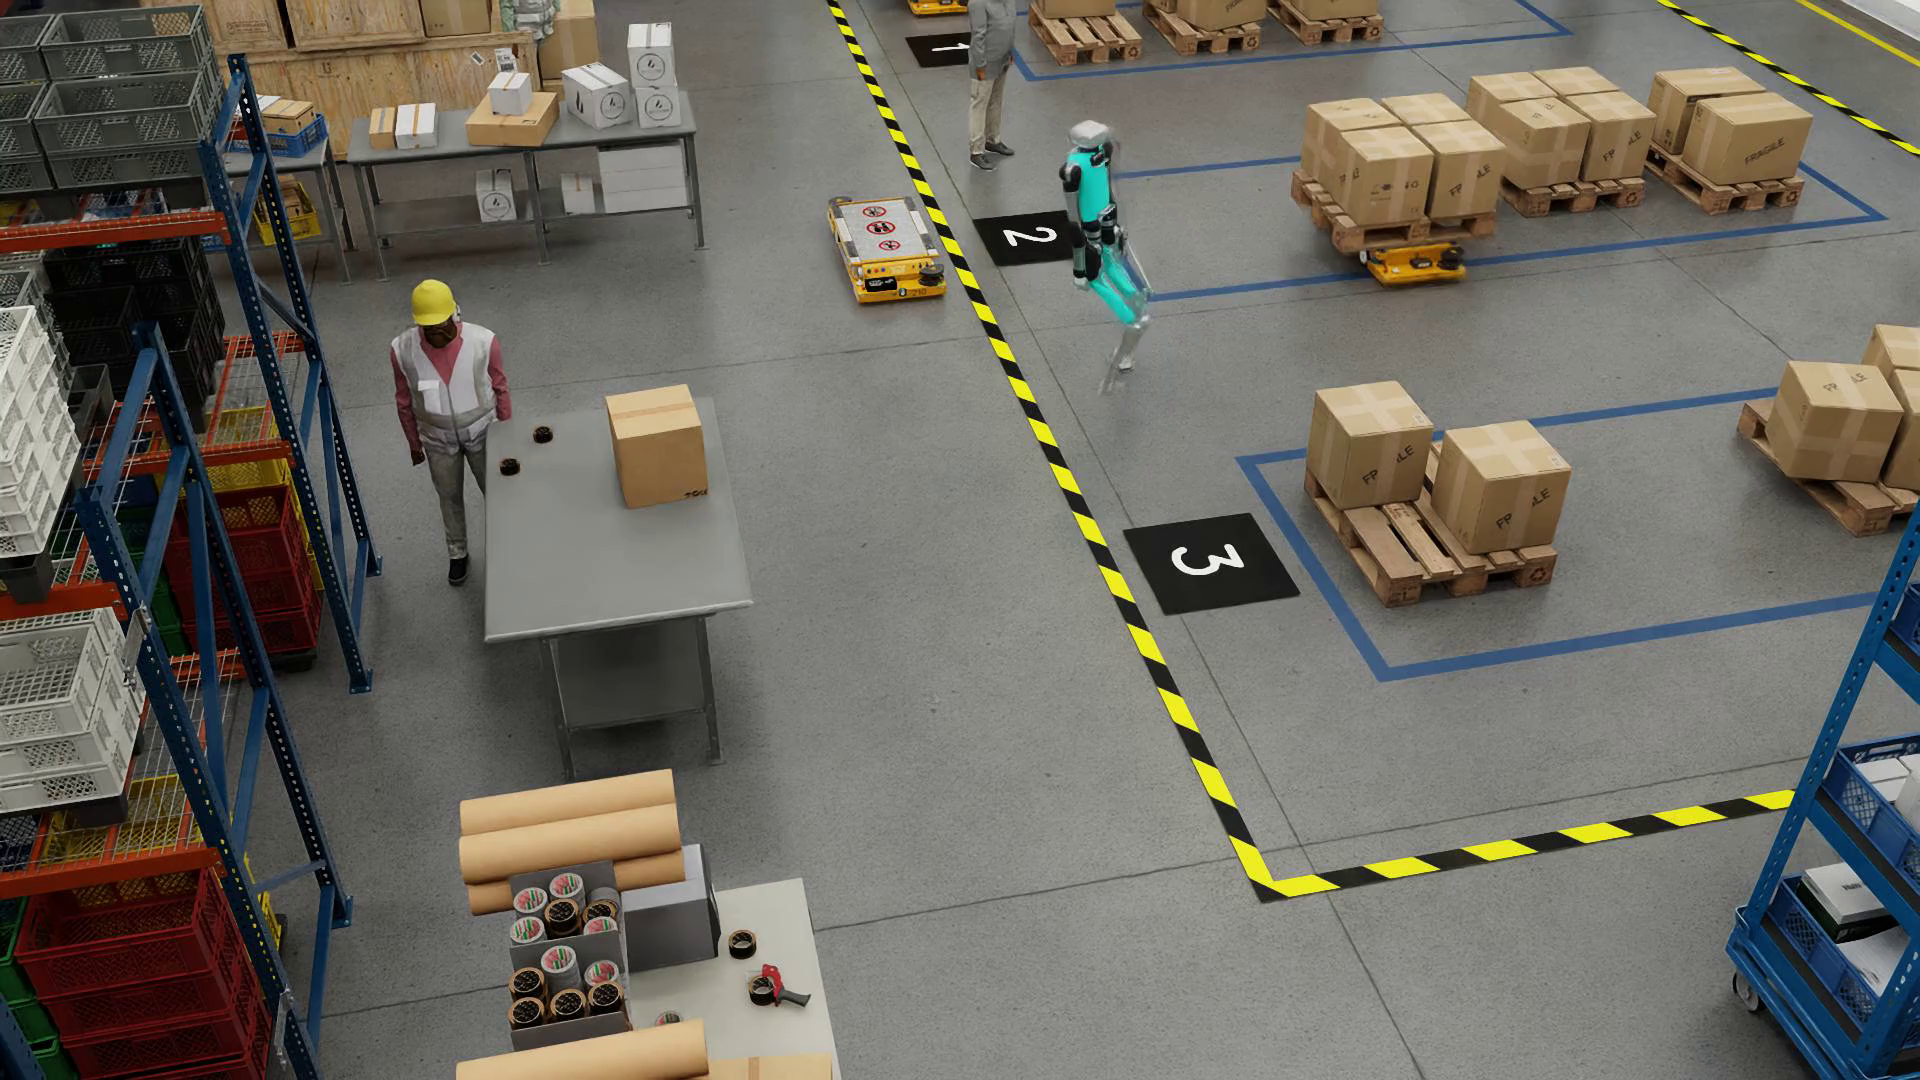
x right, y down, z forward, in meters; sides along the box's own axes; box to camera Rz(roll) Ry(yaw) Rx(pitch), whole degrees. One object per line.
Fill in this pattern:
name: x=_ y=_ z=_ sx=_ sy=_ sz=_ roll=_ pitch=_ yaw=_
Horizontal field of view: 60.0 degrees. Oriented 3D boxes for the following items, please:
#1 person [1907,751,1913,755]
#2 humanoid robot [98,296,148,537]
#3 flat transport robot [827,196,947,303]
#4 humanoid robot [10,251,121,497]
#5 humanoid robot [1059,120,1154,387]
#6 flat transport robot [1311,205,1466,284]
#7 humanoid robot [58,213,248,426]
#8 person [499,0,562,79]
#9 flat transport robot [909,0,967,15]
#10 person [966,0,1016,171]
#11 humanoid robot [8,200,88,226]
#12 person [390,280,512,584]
person: x=4.460 y=0.739 z=7.234 sx=0.395 sy=1.850 sz=0.596 roll=-6 pitch=37 yaw=-8
humanoid robot: x=-4.796 y=-0.714 z=9.341 sx=0.456 sy=1.631 sz=0.603 roll=-8 pitch=37 yaw=-11
flat transport robot: x=-0.570 y=-2.220 z=12.538 sx=0.659 sy=0.231 sz=1.431 roll=-8 pitch=37 yaw=-10
humanoid robot: x=-5.107 y=-1.020 z=9.581 sx=0.533 sy=1.677 sz=0.735 roll=10 pitch=38 yaw=13
humanoid robot: x=1.022 y=-1.792 z=10.722 sx=0.773 sy=1.751 sz=0.551 roll=20 pitch=41 yaw=25
flat transport robot: x=3.264 y=-2.398 z=12.754 sx=0.652 sy=0.197 sz=1.431 roll=-8 pitch=37 yaw=-10
humanoid robot: x=-4.719 y=-1.255 z=10.038 sx=0.542 sy=1.779 sz=0.965 roll=20 pitch=41 yaw=25
person: x=-3.549 y=-4.263 z=13.888 sx=0.412 sy=1.939 sz=0.602 roll=24 pitch=43 yaw=29
flat transport robot: x=-0.291 y=-5.822 z=17.356 sx=0.652 sy=0.197 sz=1.431 roll=-8 pitch=37 yaw=-10
person: x=0.250 y=-3.936 z=13.590 sx=0.402 sy=1.764 sz=0.563 roll=19 pitch=41 yaw=24
humanoid robot: x=-5.626 y=-1.579 z=10.521 sx=0.597 sy=1.640 sz=0.613 roll=-6 pitch=37 yaw=-8
person: x=-2.715 y=-0.582 z=9.025 sx=0.589 sy=1.833 sz=0.404 roll=-9 pitch=38 yaw=-12
